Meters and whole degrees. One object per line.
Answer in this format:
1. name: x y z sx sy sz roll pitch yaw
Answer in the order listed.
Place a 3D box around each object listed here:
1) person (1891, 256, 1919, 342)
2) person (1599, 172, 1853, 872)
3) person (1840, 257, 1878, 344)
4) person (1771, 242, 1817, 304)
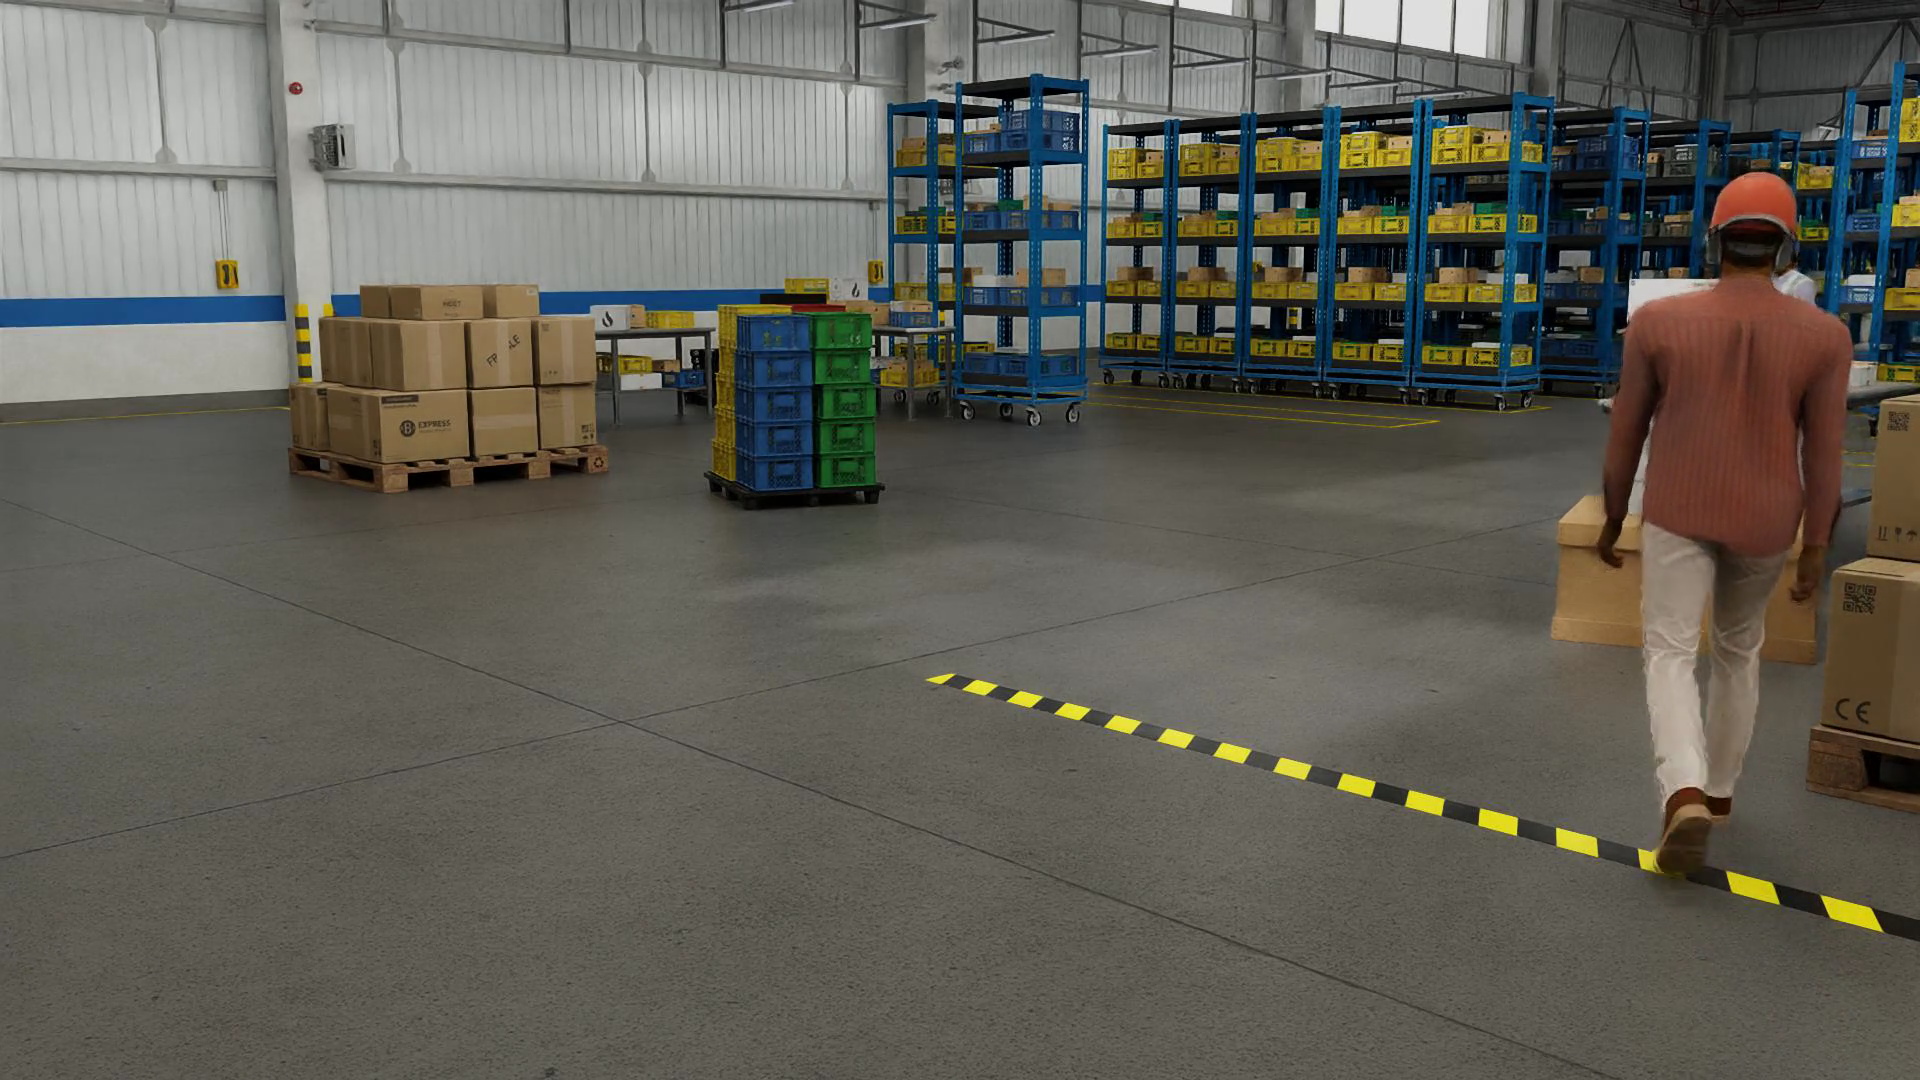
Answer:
1. person: 15.363 -3.669 26.869 0.938 1.806 0.564 -6 11 -32
2. person: 2.167 -0.057 4.733 0.615 1.963 0.922 2 10 14
3. person: 14.011 -3.490 25.864 0.588 1.798 0.758 6 11 34
4. person: 7.014 -1.633 14.314 0.519 1.930 0.657 -1 9 -5
